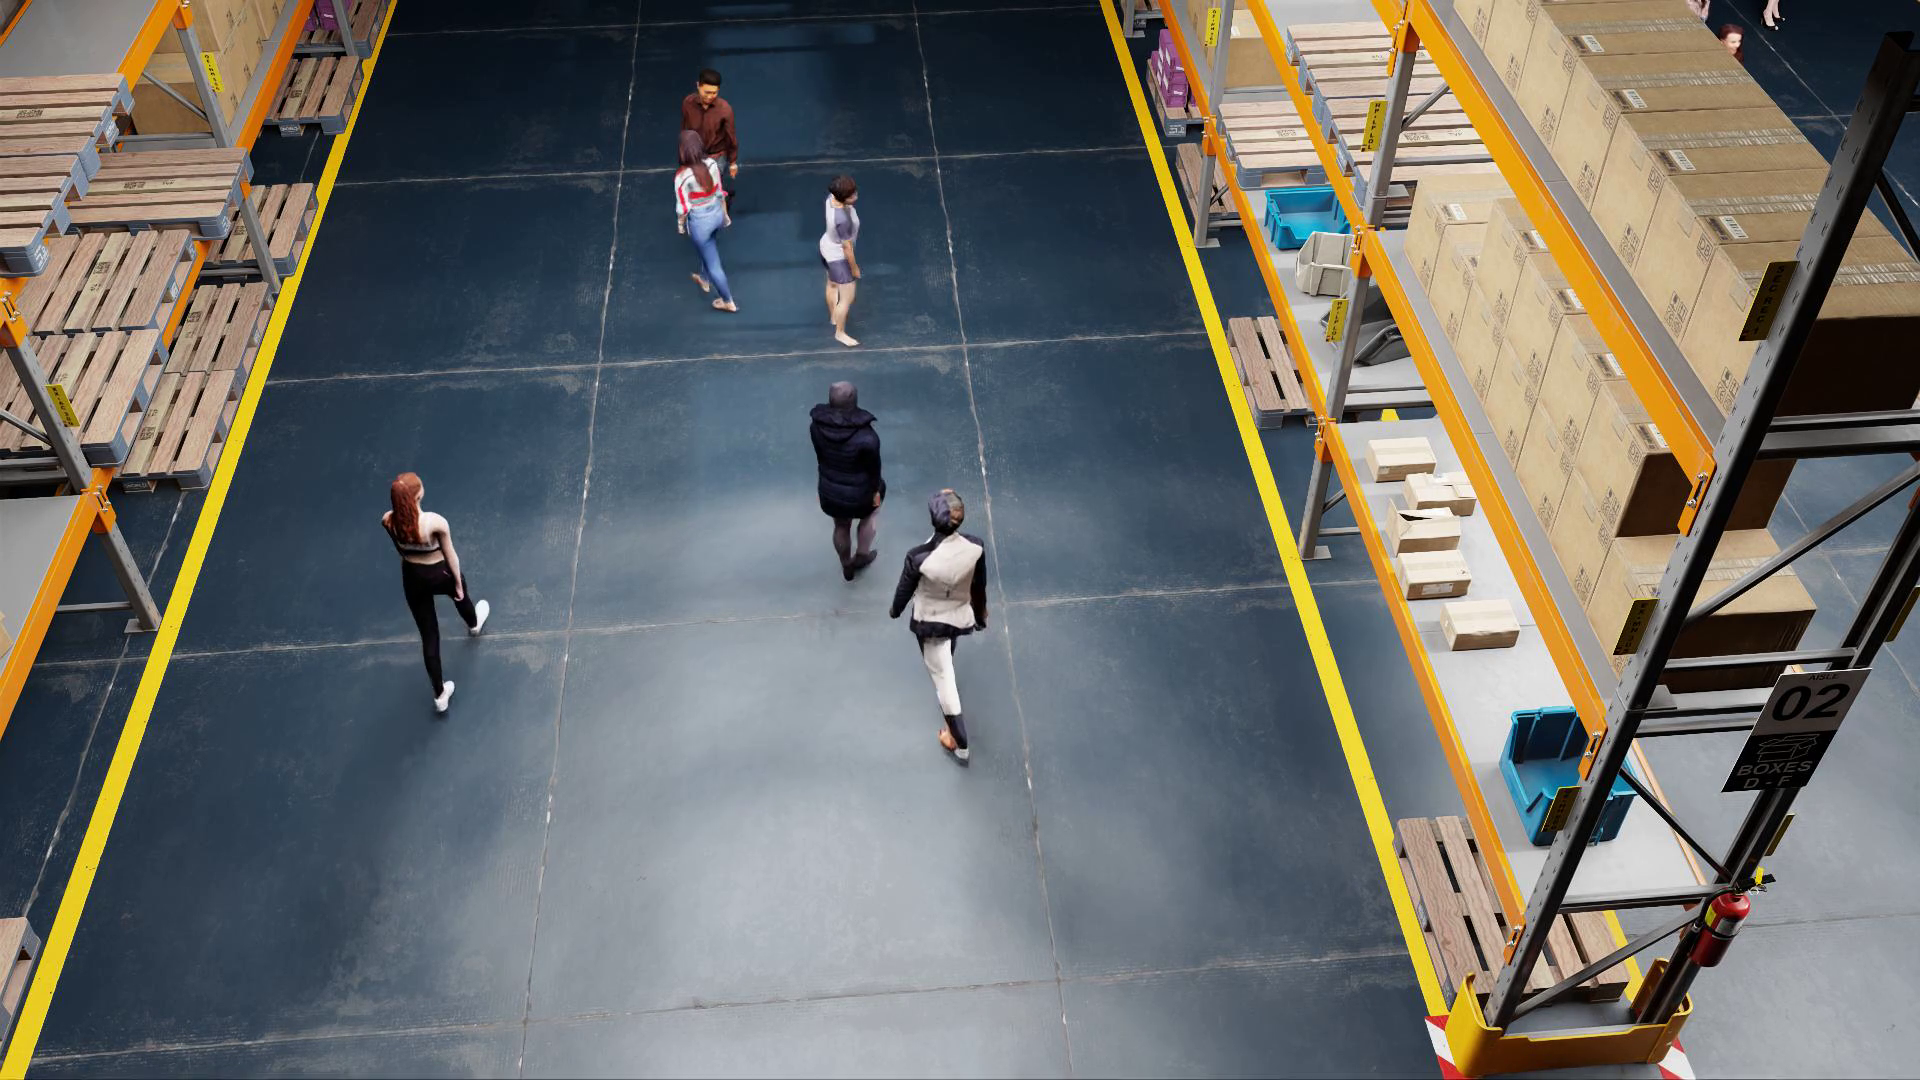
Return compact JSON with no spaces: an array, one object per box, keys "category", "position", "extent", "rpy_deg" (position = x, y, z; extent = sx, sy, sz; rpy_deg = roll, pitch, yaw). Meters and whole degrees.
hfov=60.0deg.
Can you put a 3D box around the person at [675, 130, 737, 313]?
[{"category":"person","position":[-2.032,-2.575,13.648],"extent":[0.941,1.585,0.886],"rpy_deg":[24,49,23]}]

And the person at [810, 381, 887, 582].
[{"category":"person","position":[-0.784,-0.339,11.242],"extent":[0.784,1.666,0.798],"rpy_deg":[16,46,16]}]

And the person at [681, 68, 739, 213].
[{"category":"person","position":[-2.124,-3.309,14.305],"extent":[0.910,1.742,1.072],"rpy_deg":[16,46,16]}]

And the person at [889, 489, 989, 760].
[{"category":"person","position":[-0.074,0.554,10.176],"extent":[1.005,1.843,1.314],"rpy_deg":[-19,47,-19]}]

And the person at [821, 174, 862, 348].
[{"category":"person","position":[-1.001,-2.341,13.431],"extent":[0.813,1.545,0.579],"rpy_deg":[-25,49,-24]}]

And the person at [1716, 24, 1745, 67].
[{"category":"person","position":[6.580,-3.722,14.722],"extent":[0.667,1.765,0.653],"rpy_deg":[-18,46,-18]}]

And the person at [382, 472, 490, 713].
[{"category":"person","position":[-3.372,0.343,10.508],"extent":[0.725,1.692,1.208],"rpy_deg":[3,44,3]}]
